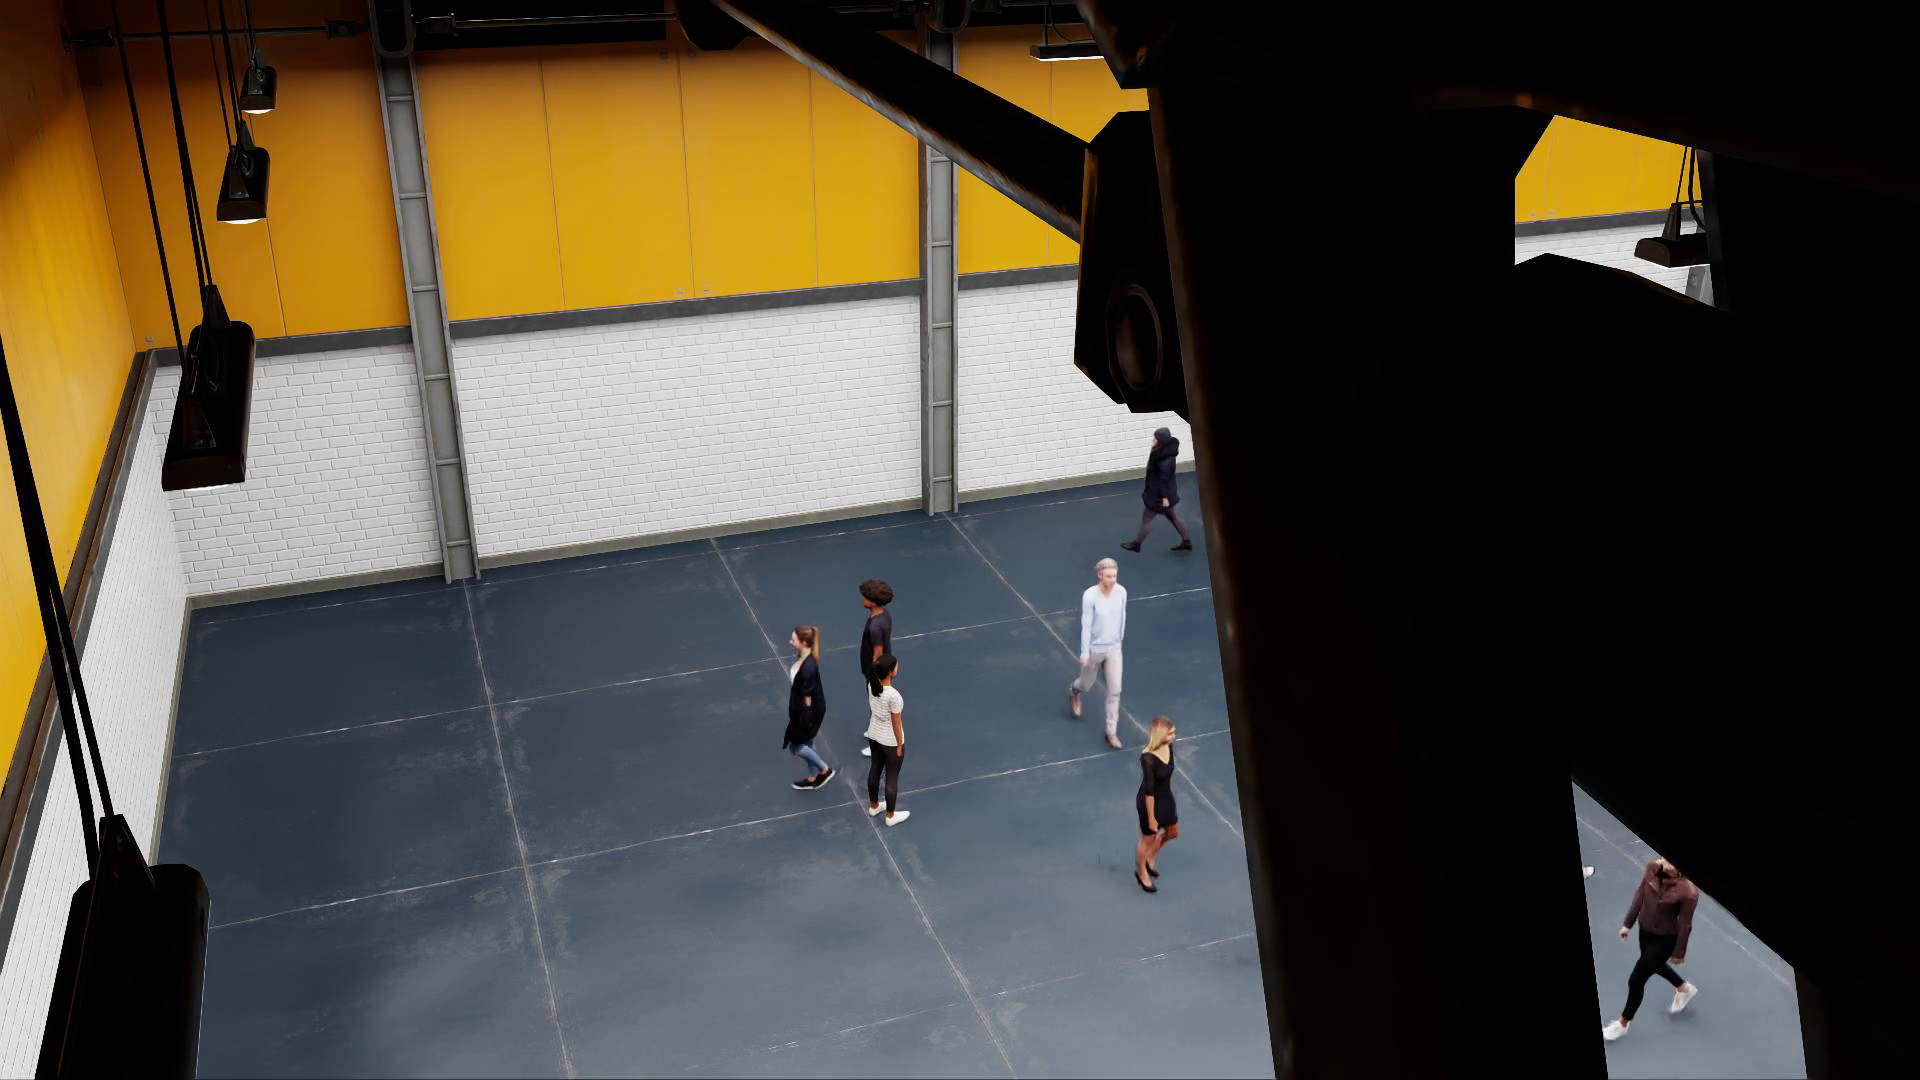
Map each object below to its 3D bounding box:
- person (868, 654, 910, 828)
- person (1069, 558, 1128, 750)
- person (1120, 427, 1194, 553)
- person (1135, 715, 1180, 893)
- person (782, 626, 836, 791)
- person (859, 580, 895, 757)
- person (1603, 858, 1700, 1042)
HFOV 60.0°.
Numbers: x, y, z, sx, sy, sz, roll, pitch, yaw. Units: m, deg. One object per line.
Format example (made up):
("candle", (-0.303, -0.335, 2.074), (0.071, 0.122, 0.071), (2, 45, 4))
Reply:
("person", (-0.660, 1.742, 14.649), (0.633, 1.645, 0.629), (-20, 31, -38))
("person", (1.314, 1.029, 16.006), (1.088, 1.865, 0.703), (-9, 25, -19))
("person", (2.506, -0.564, 19.939), (1.212, 1.632, 1.022), (4, 24, 9))
("person", (1.536, 2.152, 13.686), (0.734, 1.666, 0.647), (18, 30, 36))
("person", (-1.302, 1.546, 15.062), (0.759, 1.674, 0.711), (-4, 24, -8))
("person", (-0.770, 1.185, 15.749), (0.687, 1.784, 0.701), (1, 24, 2))
("person", (5.118, 2.863, 12.057), (1.087, 1.668, 0.624), (-7, 25, -16))
